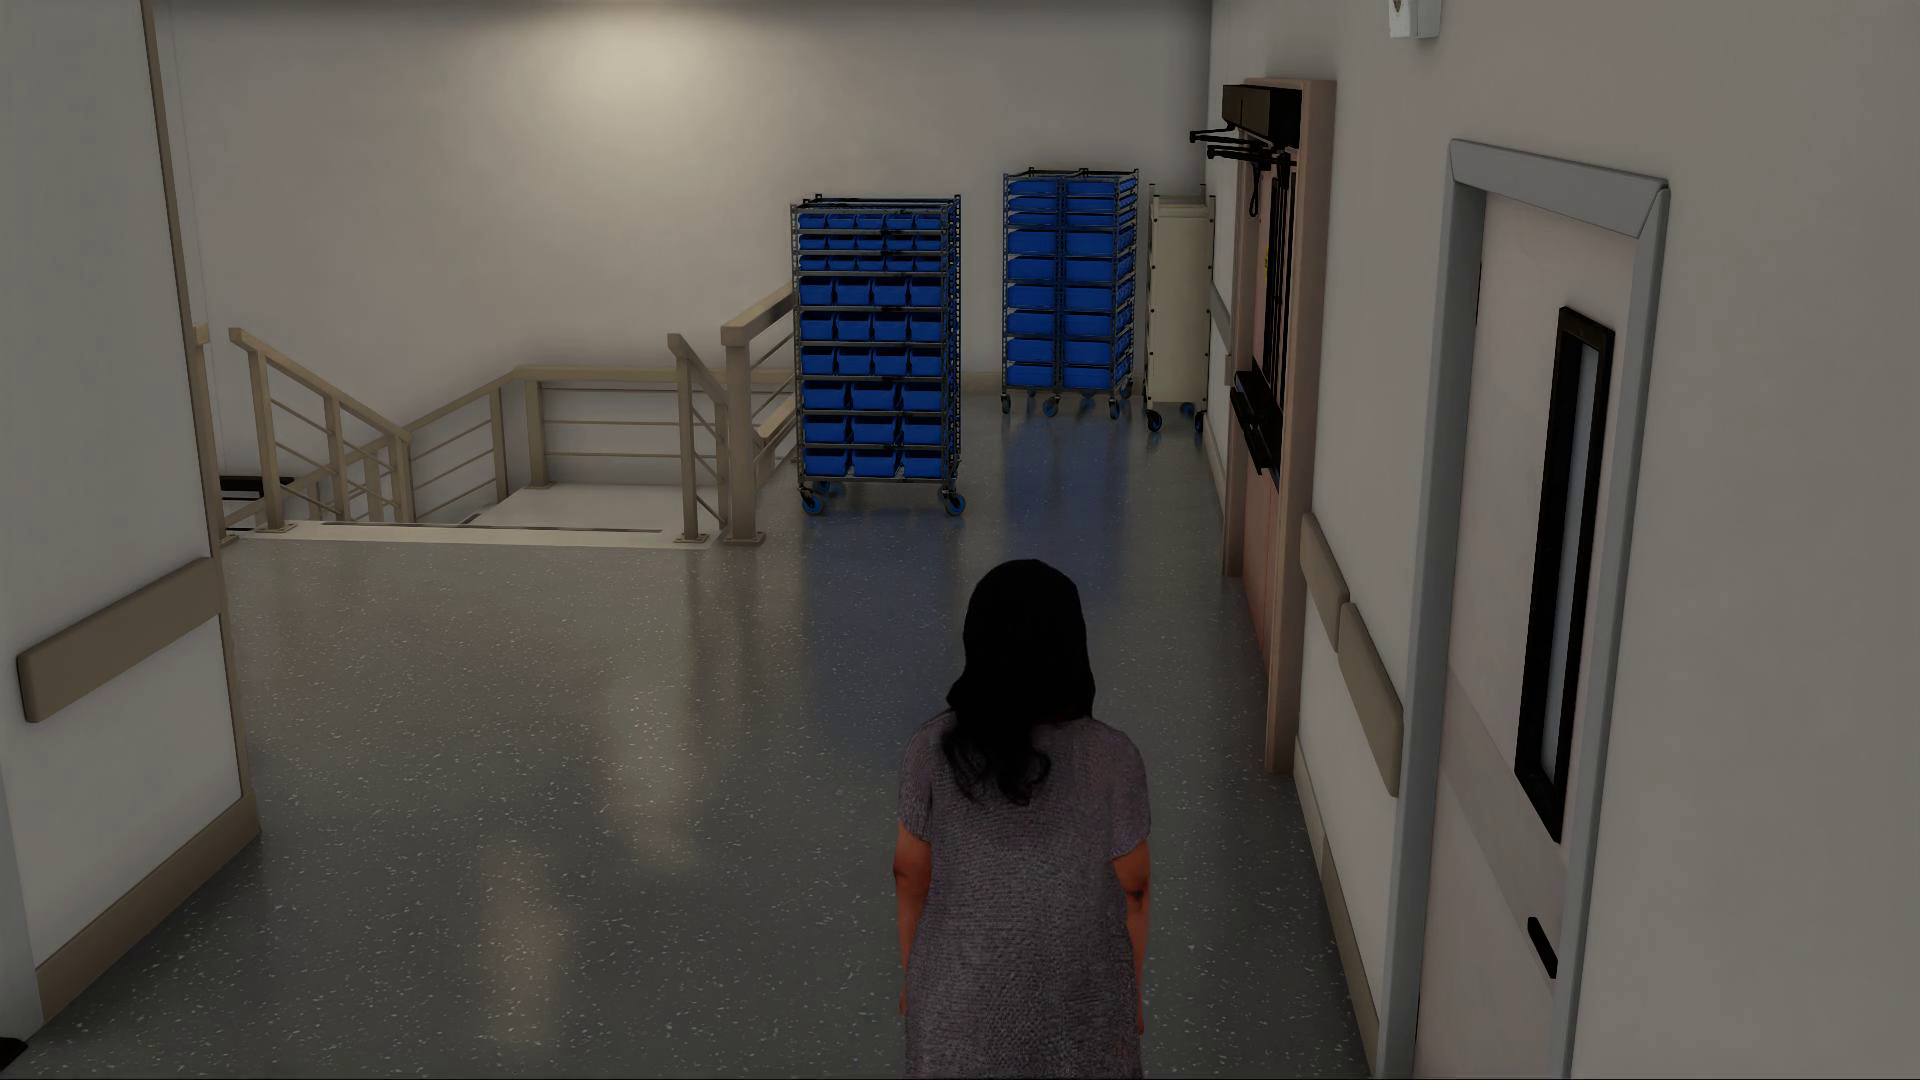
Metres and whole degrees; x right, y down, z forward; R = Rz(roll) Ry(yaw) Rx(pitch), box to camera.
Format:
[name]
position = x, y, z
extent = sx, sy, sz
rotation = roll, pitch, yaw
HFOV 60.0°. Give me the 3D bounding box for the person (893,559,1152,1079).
[person]
position = 0.107, 0.824, 3.101
extent = 0.640, 1.608, 0.662
rotation = 3, 16, 9
